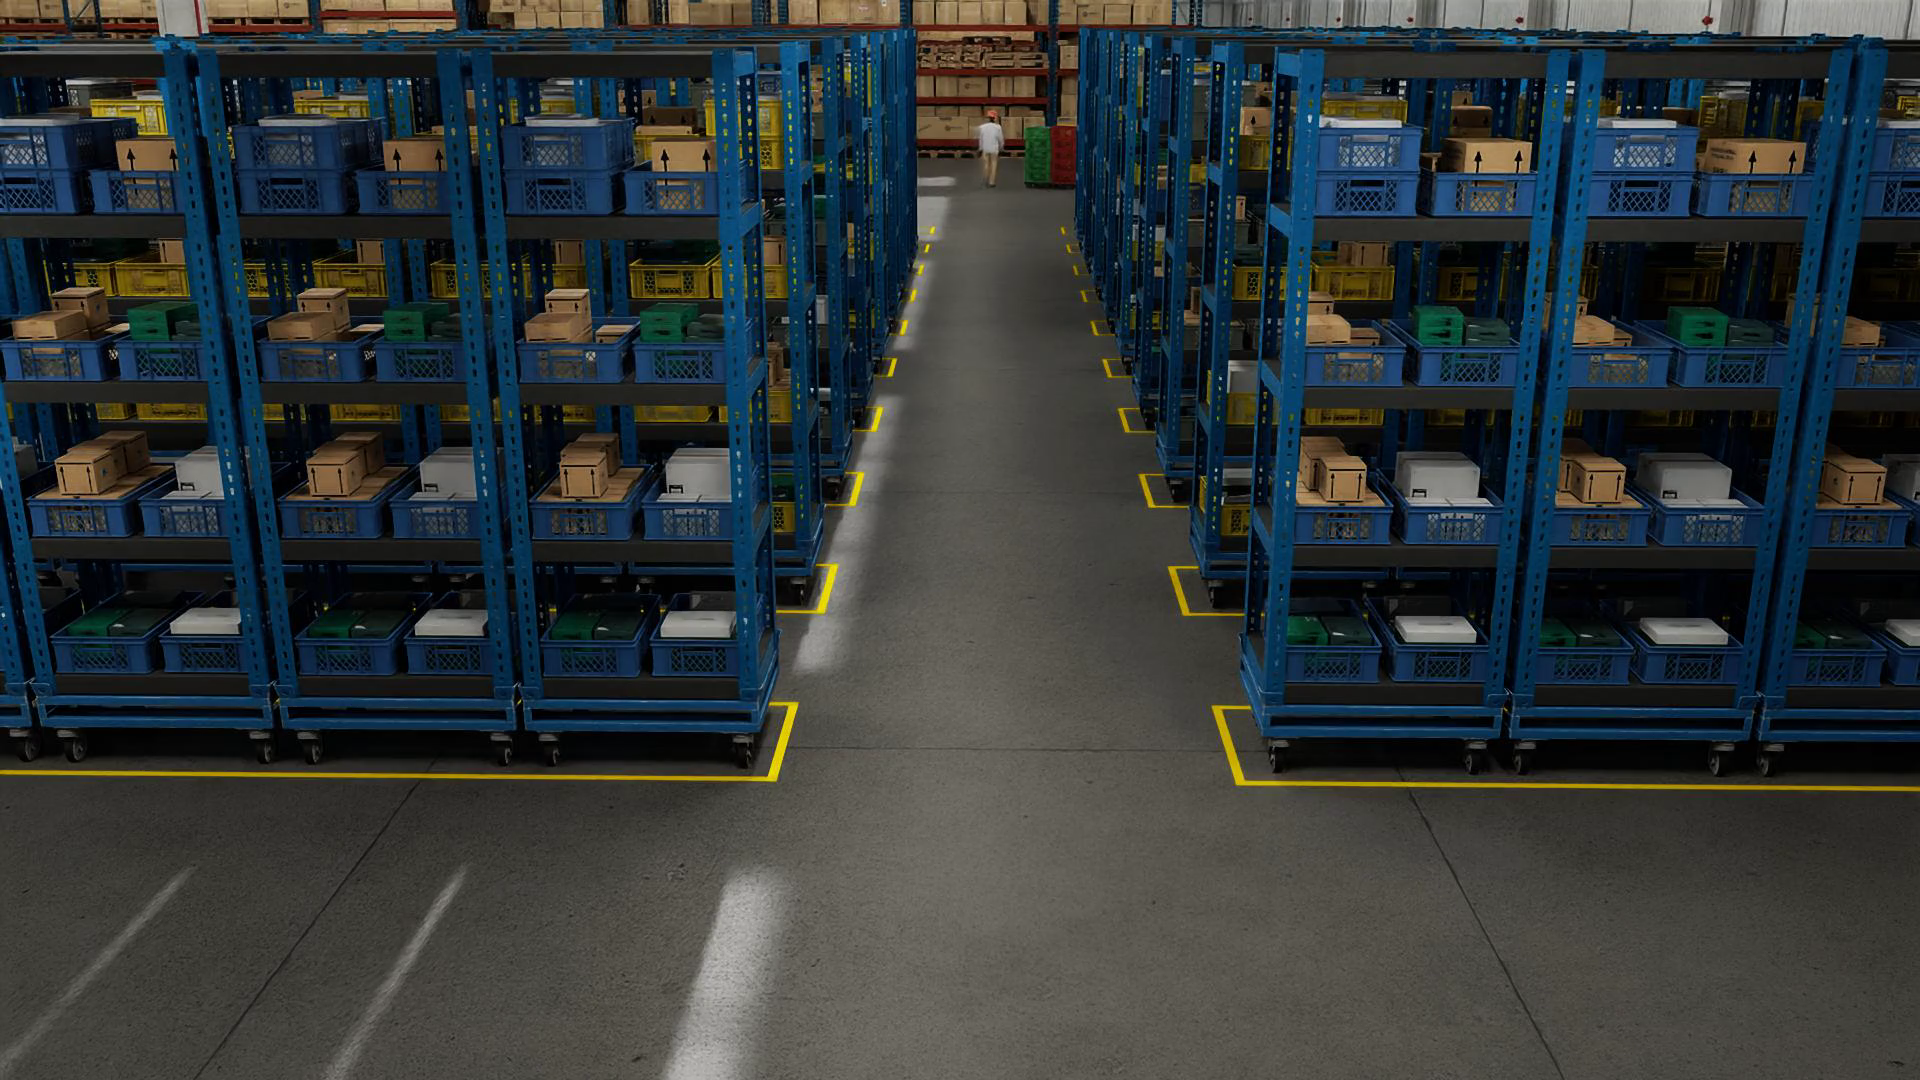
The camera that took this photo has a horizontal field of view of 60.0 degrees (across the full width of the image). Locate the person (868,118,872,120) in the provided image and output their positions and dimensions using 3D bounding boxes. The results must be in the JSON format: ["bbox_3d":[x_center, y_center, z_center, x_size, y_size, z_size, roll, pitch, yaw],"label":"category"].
[{"bbox_3d":[-1.877,-7.224,32.299,0.687,1.882,0.652,-11,21,-32],"label":"person"}]

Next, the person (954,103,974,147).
[{"bbox_3d":[0.109,-12.366,48.716,0.959,1.871,0.653,2,18,6],"label":"person"}]

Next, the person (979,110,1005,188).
[{"bbox_3d":[0.752,-8.961,38.096,0.564,1.719,0.777,6,18,19],"label":"person"}]
